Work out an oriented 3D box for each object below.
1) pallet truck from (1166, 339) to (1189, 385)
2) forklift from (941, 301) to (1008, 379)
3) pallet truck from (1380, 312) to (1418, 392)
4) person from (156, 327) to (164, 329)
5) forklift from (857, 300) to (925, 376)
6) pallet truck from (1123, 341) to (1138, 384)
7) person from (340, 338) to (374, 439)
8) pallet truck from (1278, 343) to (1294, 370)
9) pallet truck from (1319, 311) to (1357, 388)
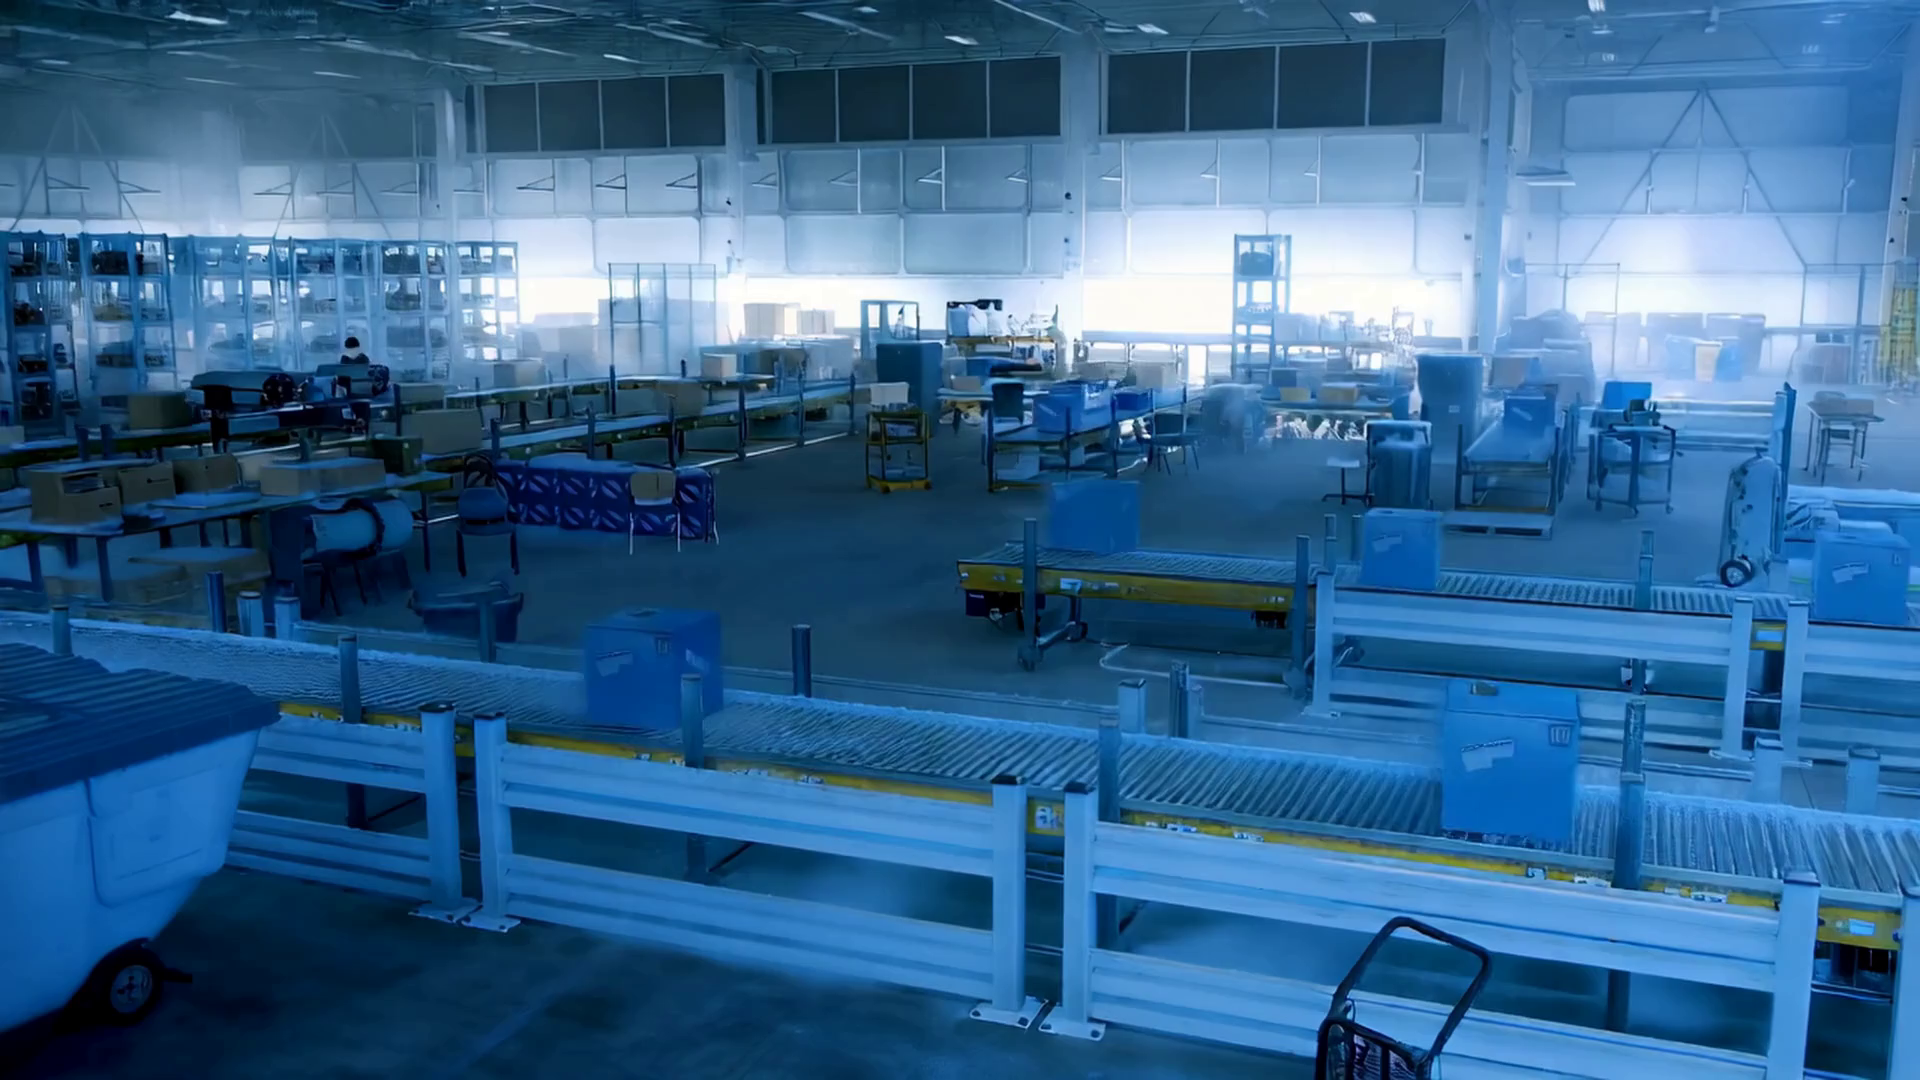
[{"bbox_3d":[5.418,-4.269,40.420,0.704,1.261,1.522,3,10,20],"label":"pallet truck"},{"bbox_3d":[0.365,-4.966,41.571,1.157,1.987,2.680,3,10,20],"label":"forklift"},{"bbox_3d":[10.207,-4.283,38.369,0.823,1.965,1.885,3,10,20],"label":"pallet truck"},{"bbox_3d":[-18.010,-4.064,37.544,0.576,1.832,0.391,-6,11,-33],"label":"person"},{"bbox_3d":[-1.732,-5.109,42.468,1.157,1.987,2.680,4,10,22],"label":"forklift"},{"bbox_3d":[4.445,-4.380,41.279,0.680,1.201,1.601,4,10,22],"label":"pallet truck"},{"bbox_3d":[-10.448,-2.605,28.822,0.604,1.796,0.902,2,10,15],"label":"person"},{"bbox_3d":[7.886,-4.163,39.743,0.653,1.274,1.630,4,10,22],"label":"pallet truck"},{"bbox_3d":[9.071,-4.419,39.190,0.823,1.965,1.885,5,10,26],"label":"pallet truck"}]
